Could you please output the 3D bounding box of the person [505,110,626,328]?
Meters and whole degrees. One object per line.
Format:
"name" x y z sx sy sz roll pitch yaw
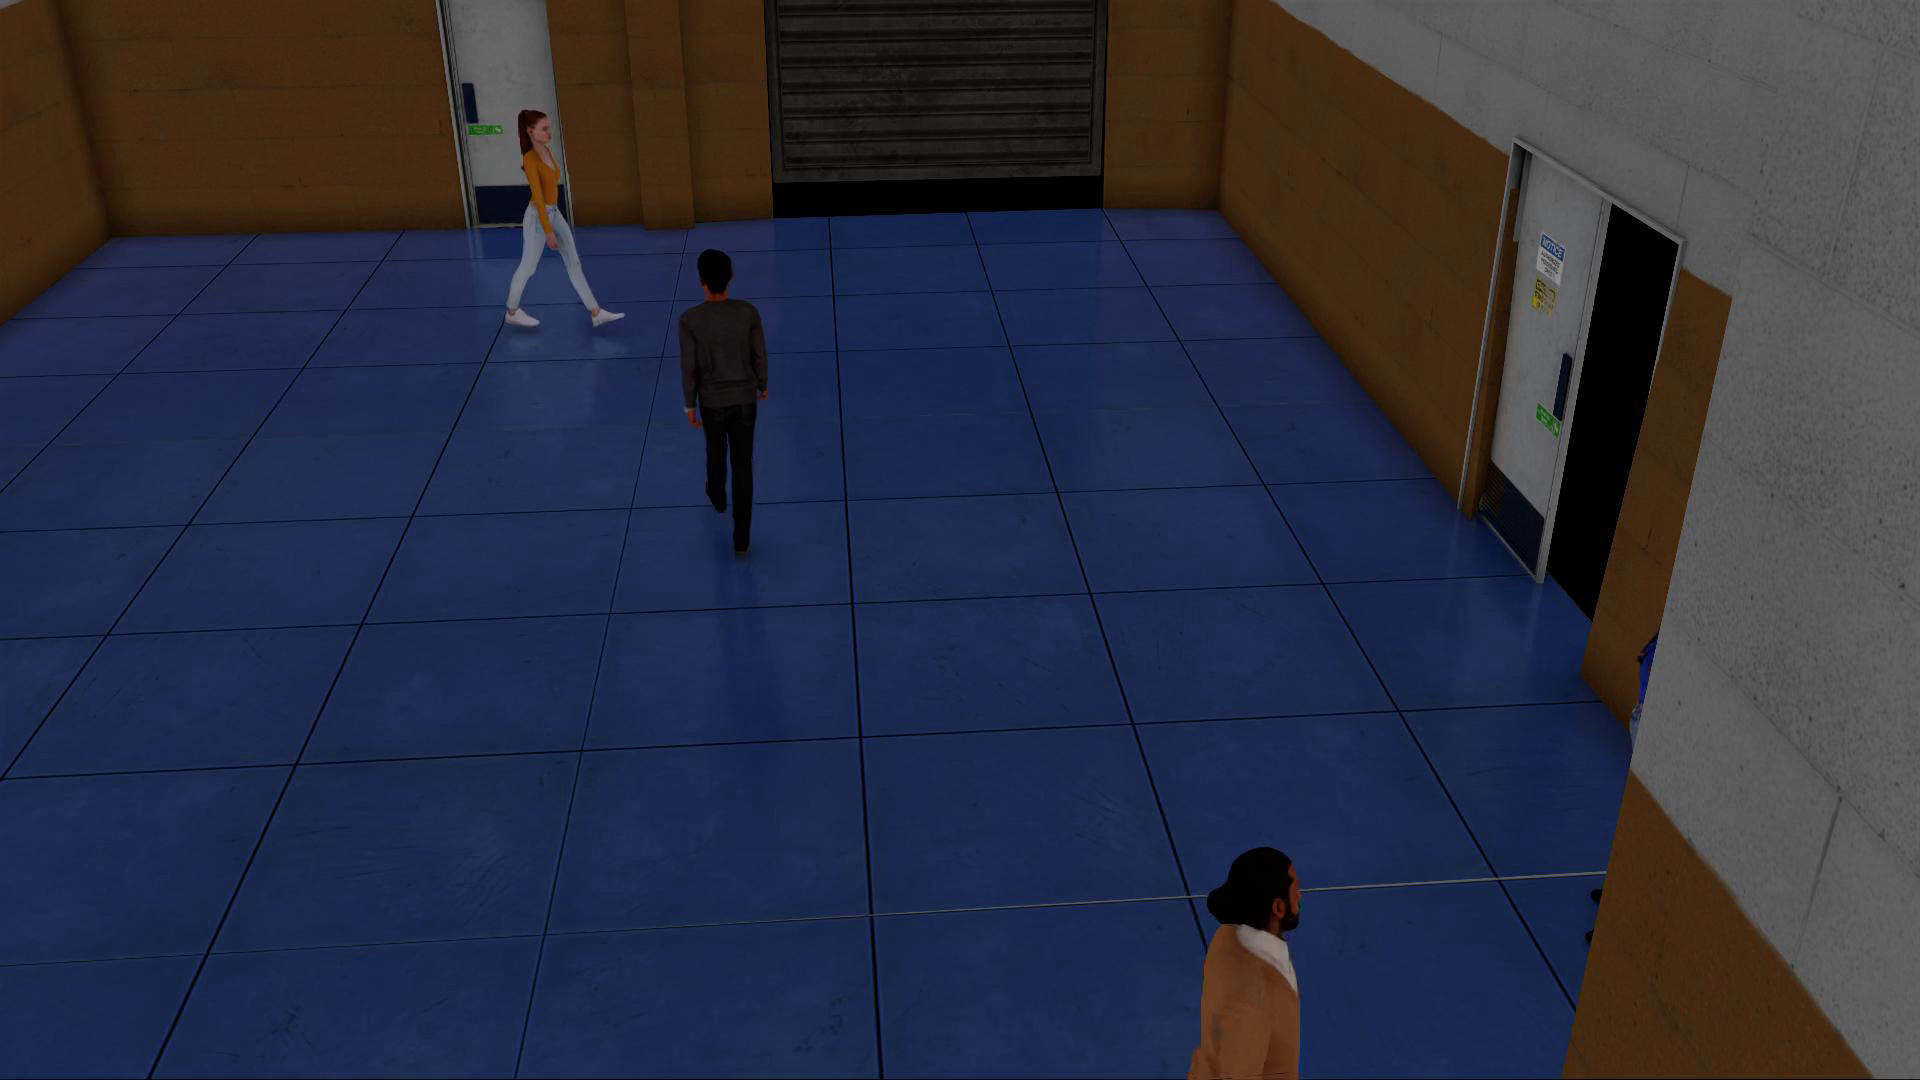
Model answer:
"person" -3.285 -2.403 12.790 1.243 1.693 0.802 4 27 7

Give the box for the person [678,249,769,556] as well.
"person" -1.311 -0.741 9.469 1.034 1.733 0.829 10 28 18

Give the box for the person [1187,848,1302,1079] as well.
"person" 0.806 1.643 4.747 0.742 1.745 0.783 12 29 23
